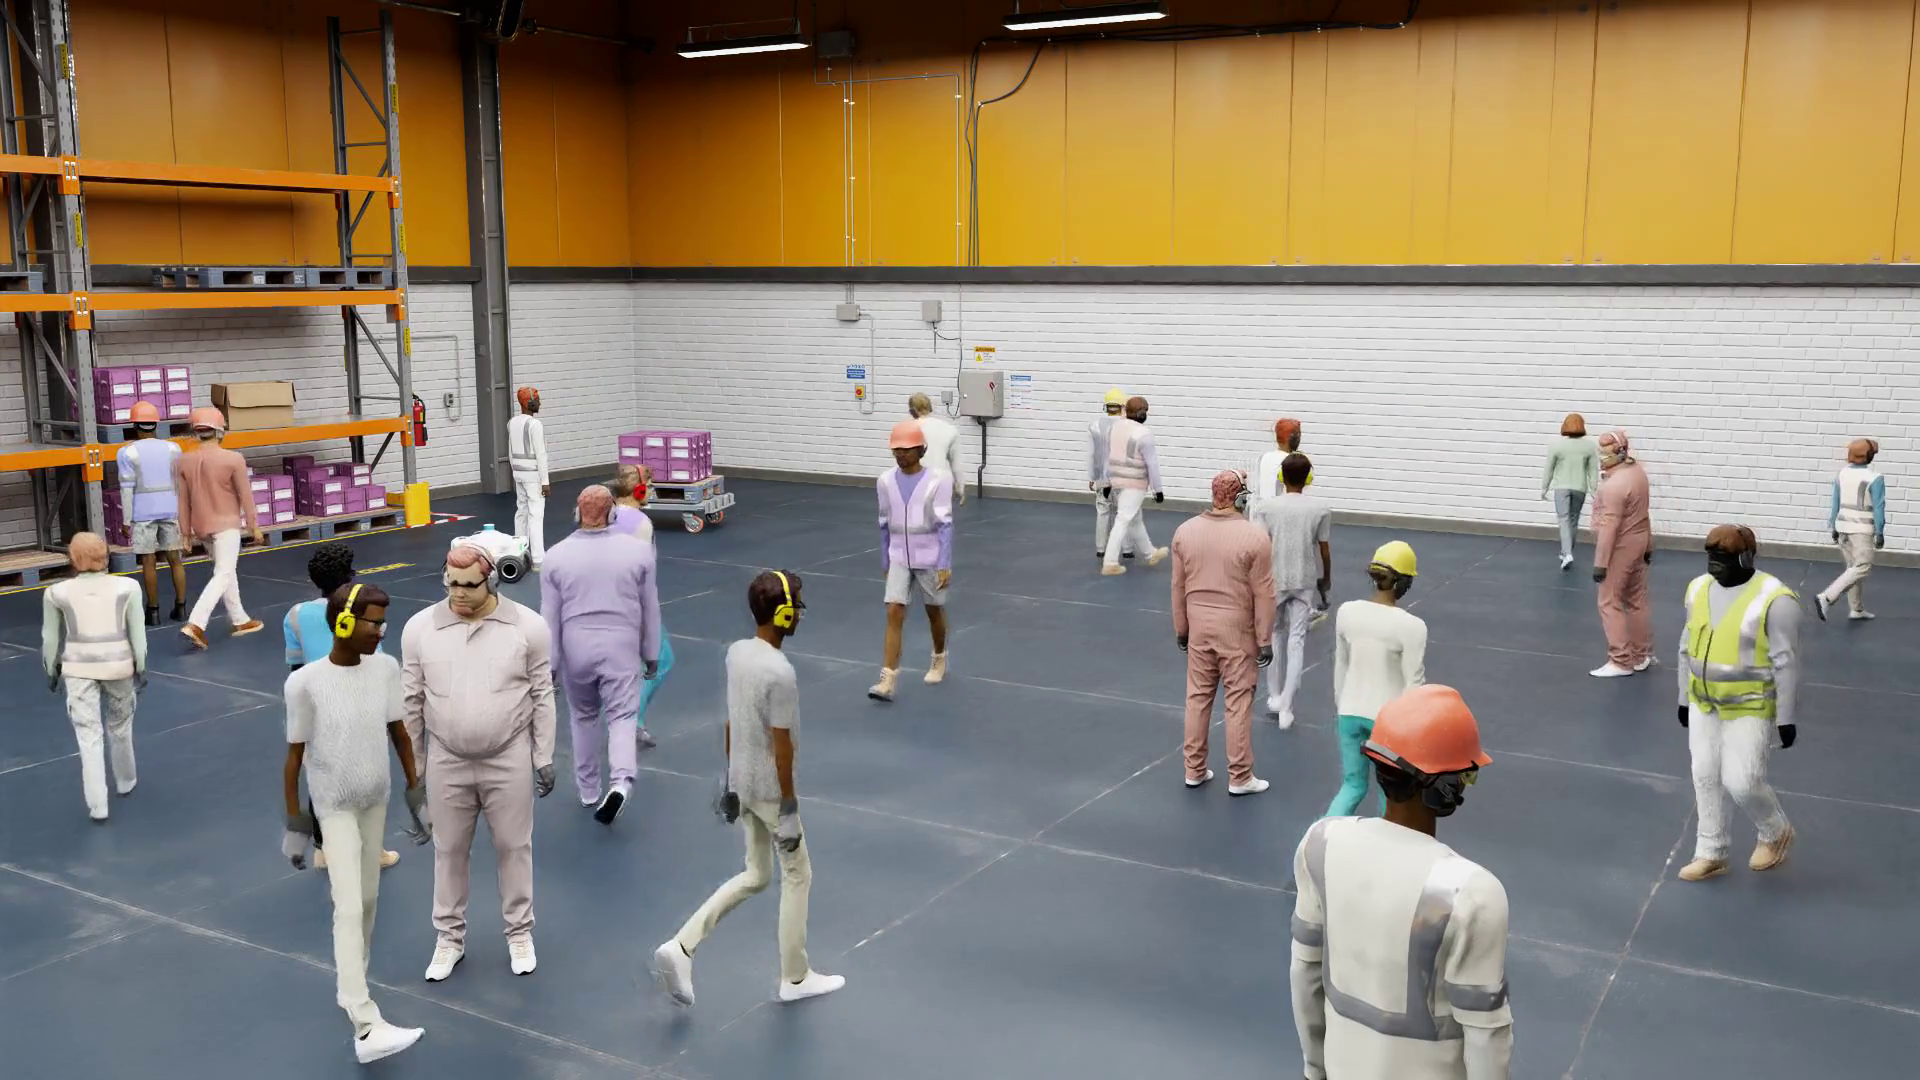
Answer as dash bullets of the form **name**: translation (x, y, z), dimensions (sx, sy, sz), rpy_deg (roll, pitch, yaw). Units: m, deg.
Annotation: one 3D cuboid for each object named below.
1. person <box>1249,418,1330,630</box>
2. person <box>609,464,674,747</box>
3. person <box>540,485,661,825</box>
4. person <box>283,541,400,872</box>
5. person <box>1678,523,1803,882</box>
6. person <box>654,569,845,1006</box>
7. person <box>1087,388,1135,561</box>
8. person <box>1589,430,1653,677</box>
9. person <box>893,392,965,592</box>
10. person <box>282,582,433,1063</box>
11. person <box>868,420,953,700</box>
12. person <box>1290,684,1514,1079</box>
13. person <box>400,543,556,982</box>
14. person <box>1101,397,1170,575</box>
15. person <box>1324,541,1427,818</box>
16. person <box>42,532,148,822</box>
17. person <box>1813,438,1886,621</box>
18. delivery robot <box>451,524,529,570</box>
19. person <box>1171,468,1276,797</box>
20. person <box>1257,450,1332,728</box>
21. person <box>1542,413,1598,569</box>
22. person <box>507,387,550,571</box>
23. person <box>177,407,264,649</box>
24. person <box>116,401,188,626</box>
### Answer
- **person**: translation (2.754, -0.088, 13.780), dimensions (0.972, 1.838, 0.615), rpy_deg (-4, 10, -23)
- **person**: translation (-2.096, 0.436, 10.610), dimensions (0.456, 1.822, 0.570), rpy_deg (-7, 12, -39)
- **person**: translation (-1.984, 0.637, 9.209), dimensions (0.667, 1.869, 0.839), rpy_deg (-1, 9, -8)
- **person**: translation (-3.118, 0.851, 8.381), dimensions (0.534, 1.697, 0.318), rpy_deg (2, 9, 12)
- **person**: translation (3.853, 0.813, 8.237), dimensions (0.522, 1.823, 0.666), rpy_deg (-4, 10, -26)
- **person**: translation (-0.855, 1.039, 6.791), dimensions (0.733, 1.840, 0.519), rpy_deg (-6, 11, -33)
- **person**: translation (1.633, -0.685, 17.544), dimensions (0.589, 1.834, 0.404), rpy_deg (2, 9, 11)
- **person**: translation (5.004, 0.095, 12.573), dimensions (0.429, 1.871, 0.804), rpy_deg (8, 12, 41)
- **person**: translation (-0.284, -0.446, 15.834), dimensions (0.731, 1.902, 0.444), rpy_deg (-2, 9, -9)
- **person**: translation (-2.301, 1.091, 6.519), dimensions (0.826, 1.821, 0.562), rpy_deg (6, 11, 33)
- **person**: translation (-0.334, 0.136, 11.949), dimensions (0.634, 1.992, 1.045), rpy_deg (4, 10, 21)
- **person**: translation (1.110, 1.357, 4.144), dimensions (0.376, 2.041, 0.615), rpy_deg (-7, 11, -36)
- **person**: translation (-2.066, 0.949, 7.139), dimensions (0.652, 1.898, 0.402), rpy_deg (-2, 9, -10)
- **person**: translation (1.806, -0.554, 16.854), dimensions (0.965, 1.786, 0.652), rpy_deg (-6, 11, -32)
- **person**: translation (1.982, 0.874, 8.116), dimensions (0.535, 1.731, 0.678), rpy_deg (9, 13, 44)
- **person**: translation (-4.862, 0.743, 9.367), dimensions (0.525, 1.595, 0.778), rpy_deg (-5, 10, -28)
- **person**: translation (7.715, -0.078, 14.393), dimensions (0.685, 1.616, 0.523), rpy_deg (-2, 9, -13)
- **delivery robot**: translation (-4.645, 0.084, 16.431), dimensions (0.707, 0.478, 0.477), rpy_deg (-1, 9, -4)
- **person**: translation (1.555, 0.532, 9.718), dimensions (0.648, 1.907, 0.401), rpy_deg (7, 12, 38)
- **person**: translation (2.257, 0.309, 11.299), dimensions (0.540, 1.838, 0.788), rpy_deg (2, 9, 11)
- **person**: translation (6.313, -0.512, 17.190), dimensions (0.522, 1.601, 0.818), rpy_deg (1, 9, 7)
- **person**: translation (-4.379, -0.621, 16.989), dimensions (0.574, 1.883, 0.356), rpy_deg (8, 12, 42)
- **person**: translation (-6.107, -0.109, 13.596), dimensions (0.616, 1.961, 0.976), rpy_deg (3, 10, 17)
- **person**: translation (-6.974, -0.228, 14.360), dimensions (0.372, 1.939, 0.544), rpy_deg (8, 12, 42)
